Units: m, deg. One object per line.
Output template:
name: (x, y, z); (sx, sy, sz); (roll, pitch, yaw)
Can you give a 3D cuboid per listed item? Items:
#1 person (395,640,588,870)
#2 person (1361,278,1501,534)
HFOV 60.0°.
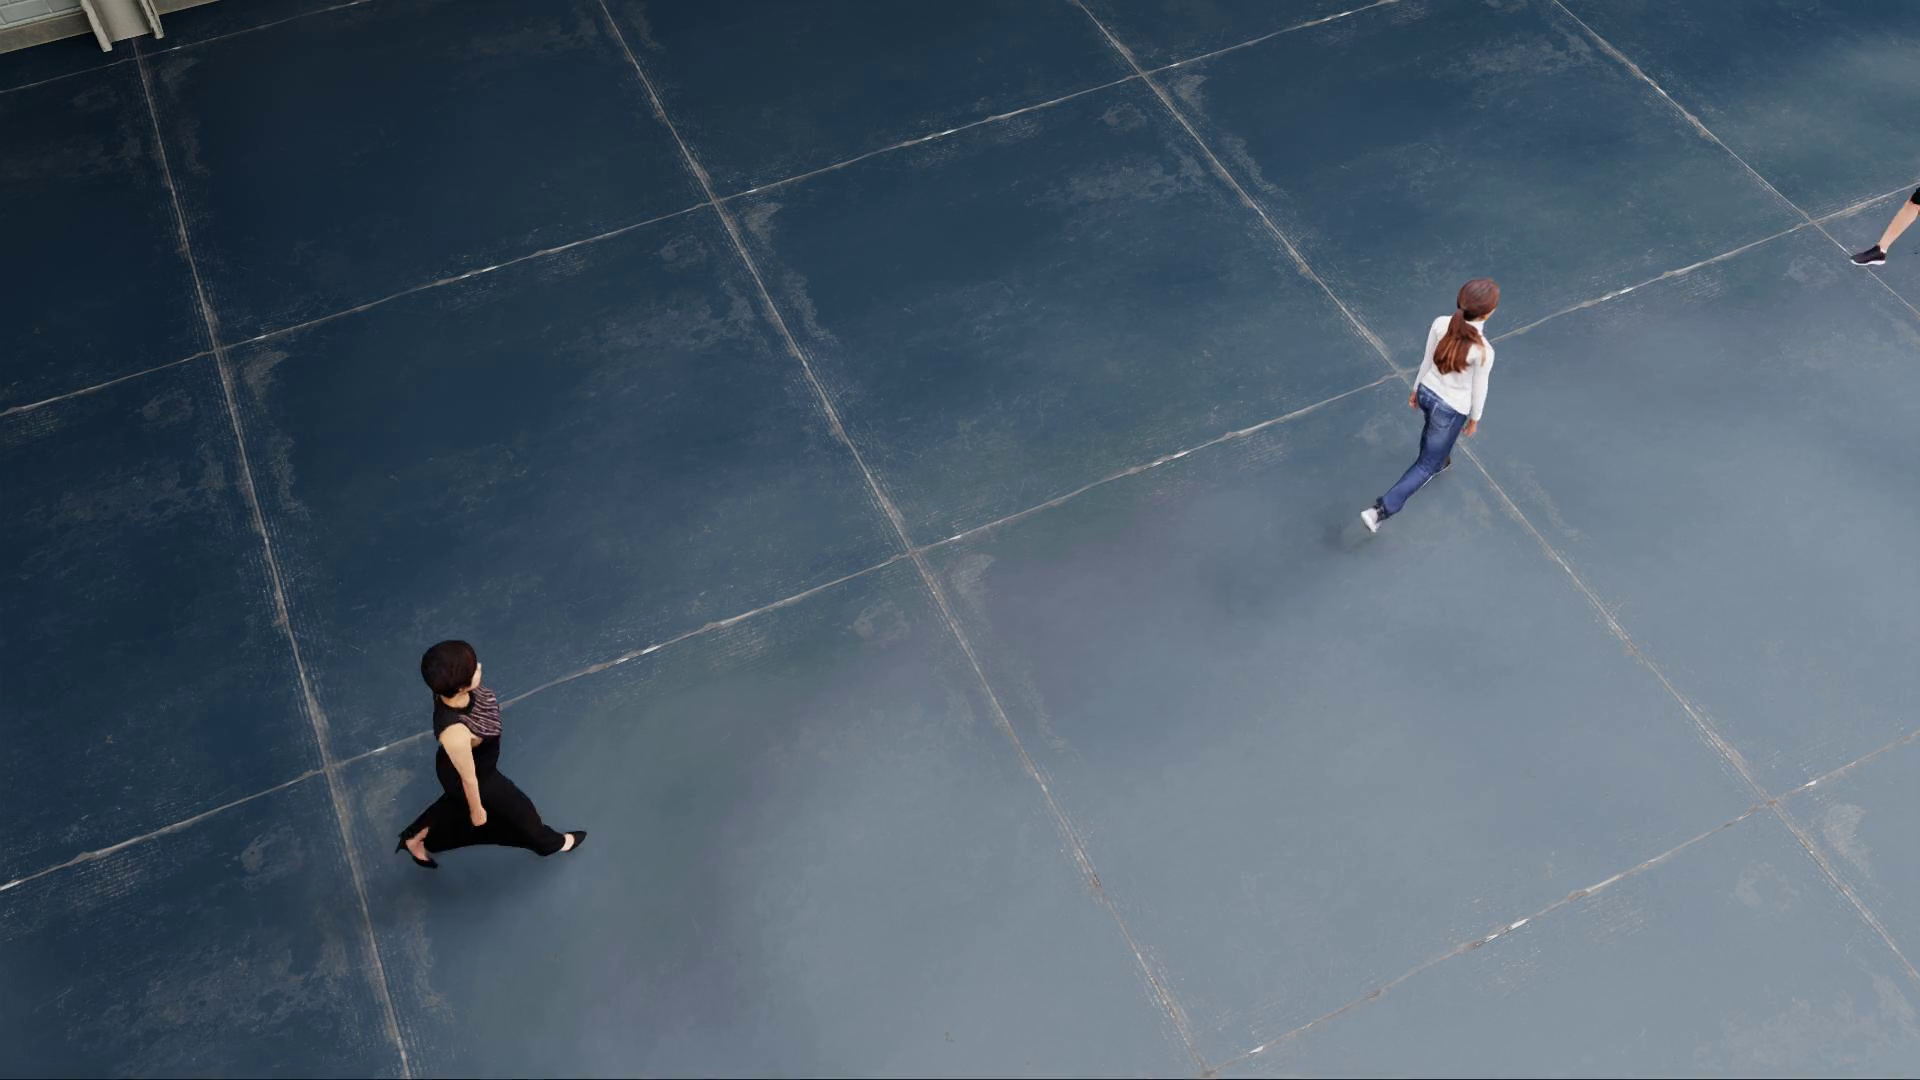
person: (-2.110, 0.968, 6.878); (1.046, 1.565, 0.678); (-14, 54, -10)
person: (2.305, -0.634, 8.139); (1.080, 1.531, 0.701); (-33, 59, -23)
